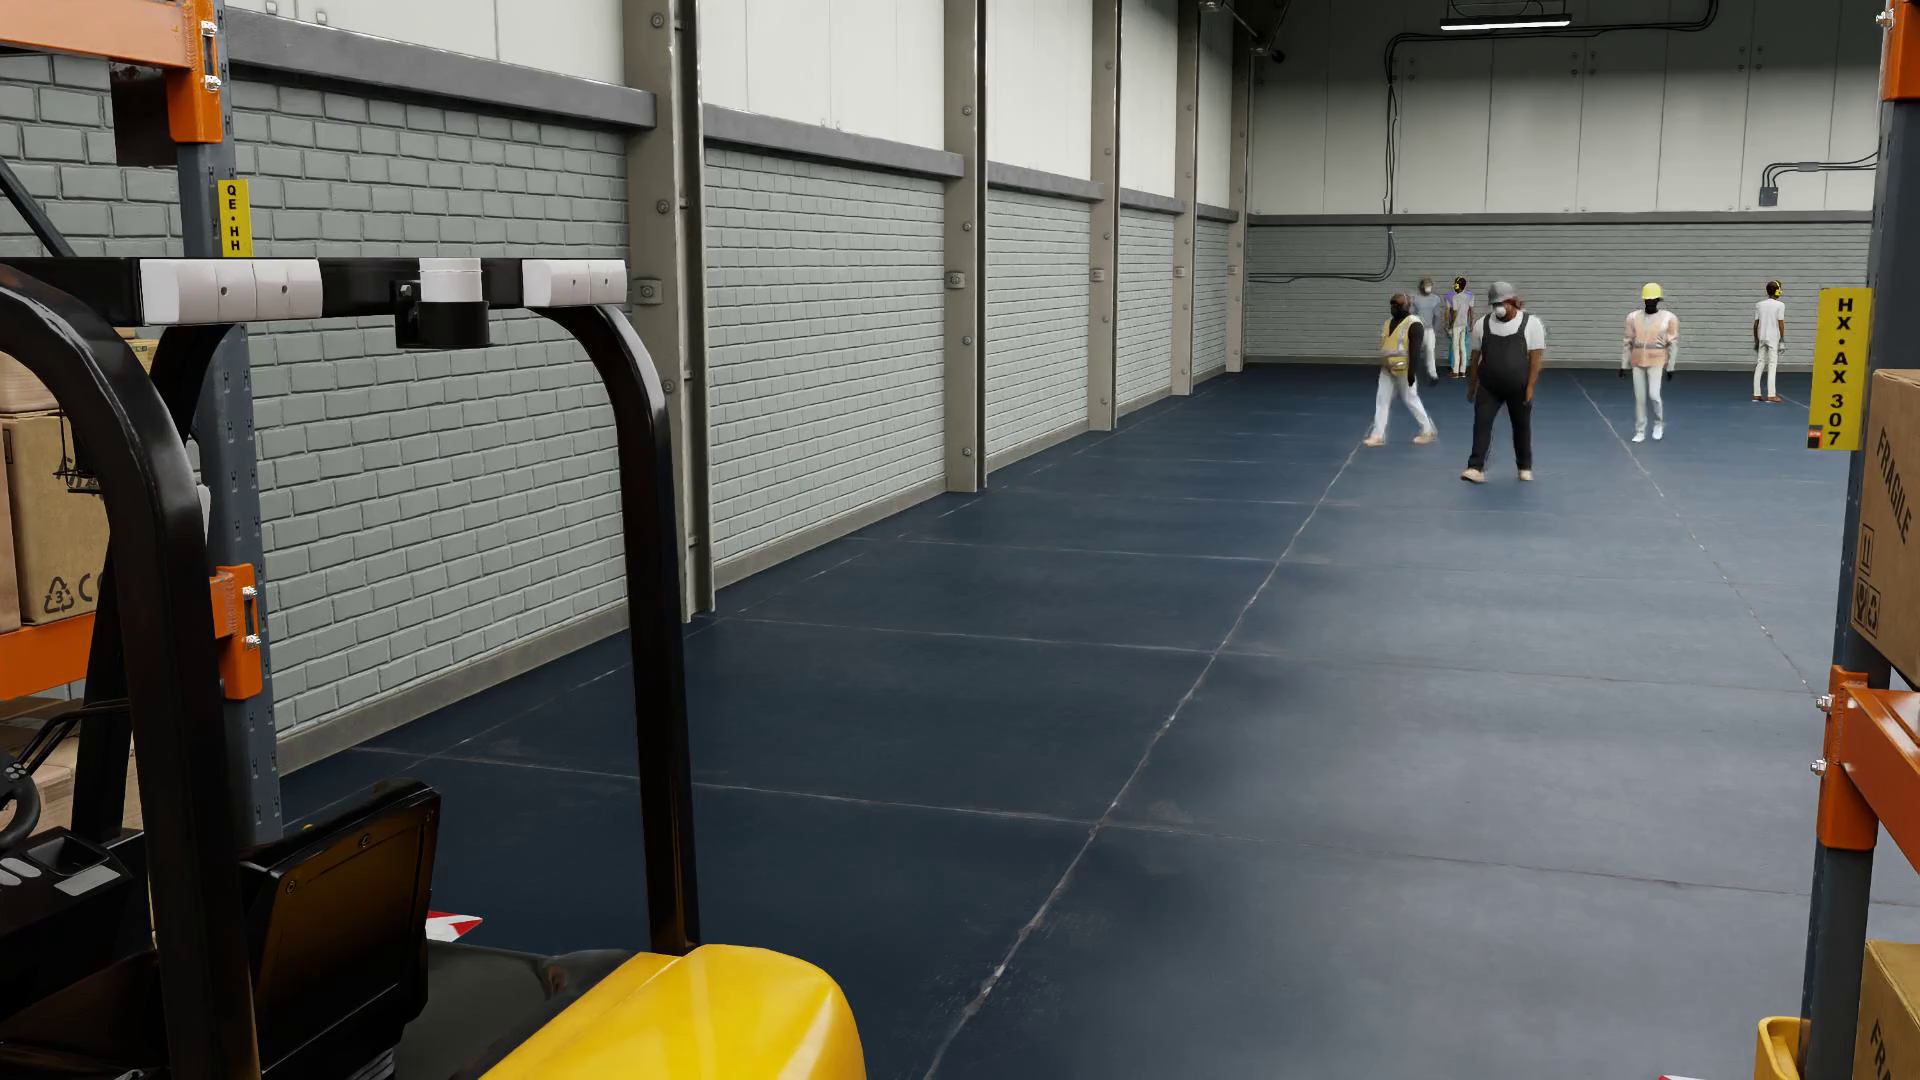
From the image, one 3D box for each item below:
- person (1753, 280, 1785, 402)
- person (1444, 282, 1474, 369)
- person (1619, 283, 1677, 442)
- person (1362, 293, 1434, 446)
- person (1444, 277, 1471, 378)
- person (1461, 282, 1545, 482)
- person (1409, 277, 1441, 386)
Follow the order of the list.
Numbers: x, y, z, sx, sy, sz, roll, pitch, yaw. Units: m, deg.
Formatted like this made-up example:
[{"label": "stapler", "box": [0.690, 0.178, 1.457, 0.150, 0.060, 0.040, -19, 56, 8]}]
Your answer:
[{"label": "person", "box": [12.485, -3.056, 25.642, 0.328, 1.874, 0.517, -5, 11, -28]}, {"label": "person", "box": [10.005, -4.333, 33.346, 0.563, 1.838, 0.388, 2, 10, 9]}, {"label": "person", "box": [8.224, -2.113, 19.904, 0.599, 1.912, 0.418, 8, 12, 40]}, {"label": "person", "box": [5.237, -2.011, 19.627, 0.930, 1.808, 0.634, -4, 11, -25]}, {"label": "person", "box": [9.300, -3.966, 31.067, 0.514, 1.872, 0.328, -8, 12, -38]}, {"label": "person", "box": [5.328, -1.571, 16.296, 0.712, 2.000, 0.870, 4, 11, 25]}, {"label": "person", "box": [8.061, -3.621, 28.966, 0.654, 1.880, 1.031, 0, 10, -2]}]
